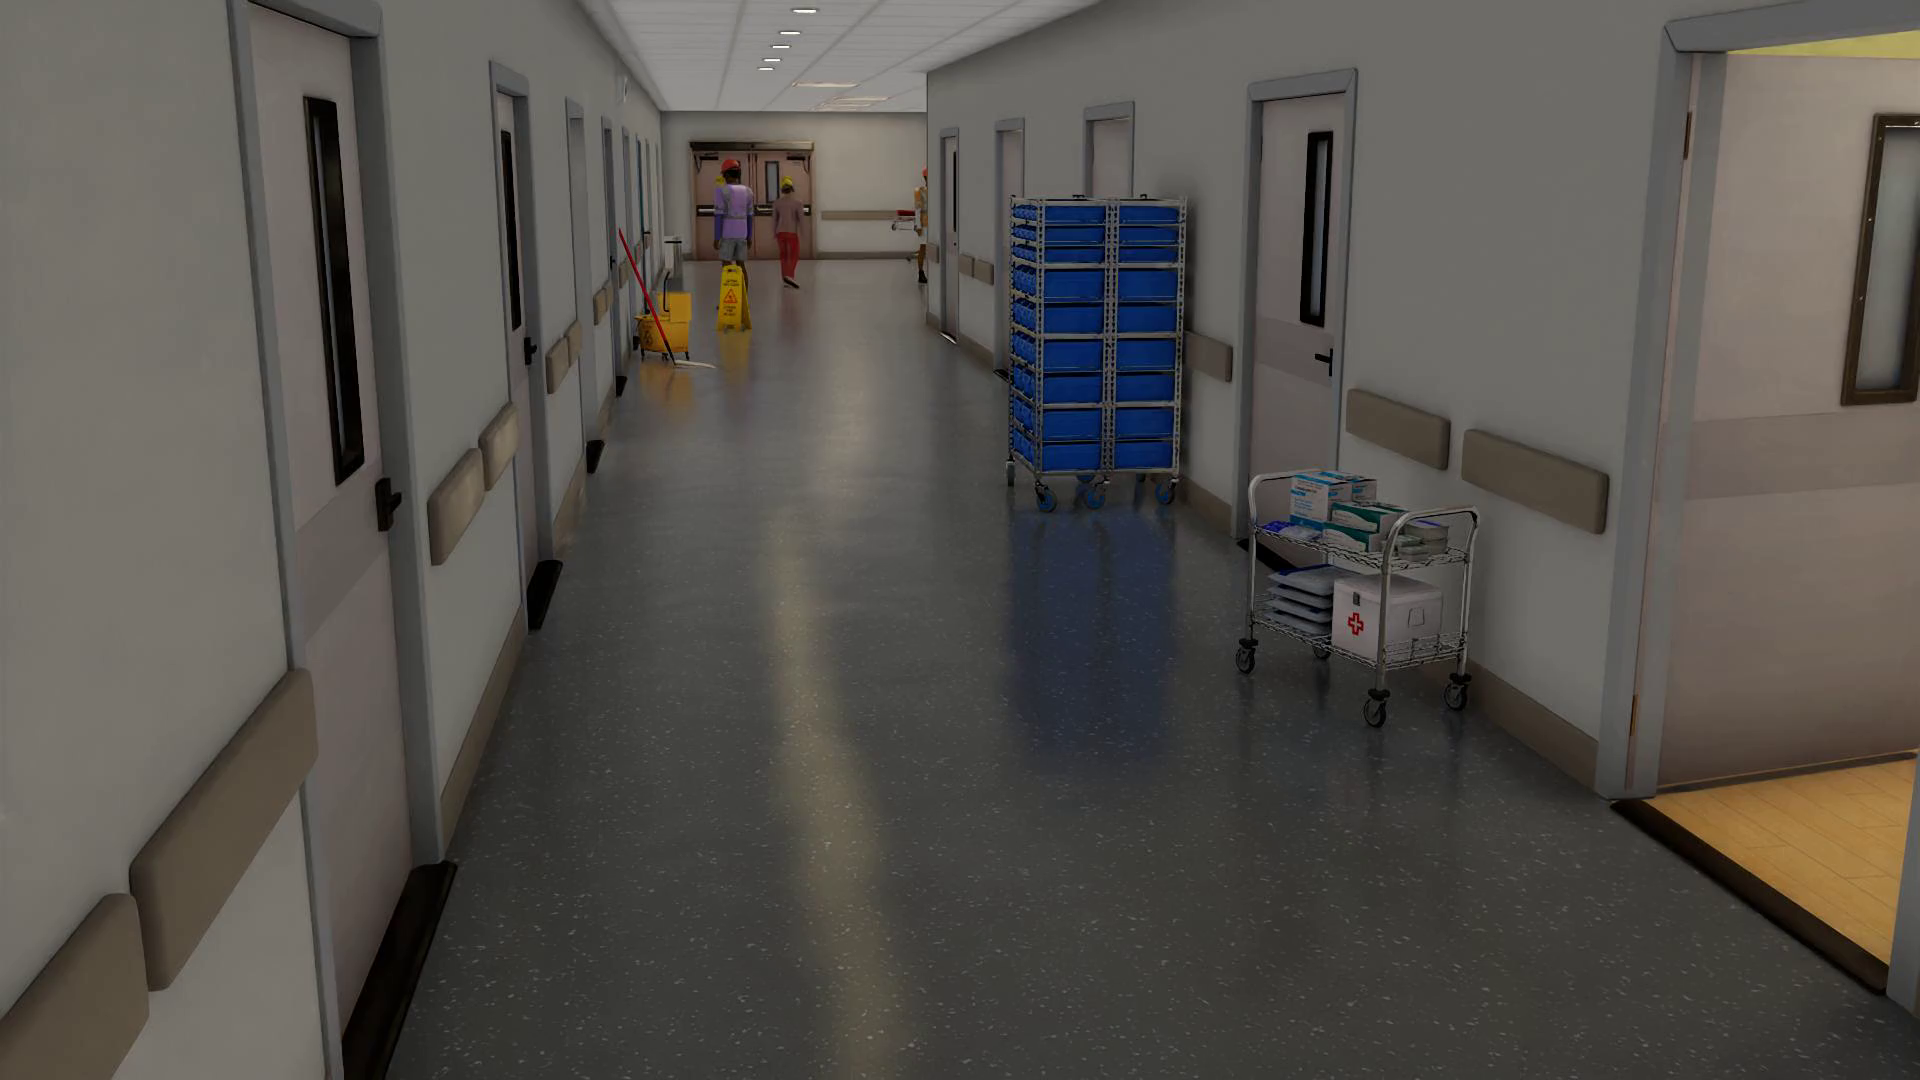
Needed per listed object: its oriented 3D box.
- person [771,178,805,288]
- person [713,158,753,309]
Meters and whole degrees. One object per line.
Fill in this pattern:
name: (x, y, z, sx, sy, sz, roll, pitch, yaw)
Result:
person: (-2.785, -4.897, 26.579, 0.547, 1.730, 0.692, 3, 13, 14)
person: (-3.093, -4.148, 22.610, 0.612, 2.029, 0.407, -12, 17, -42)
